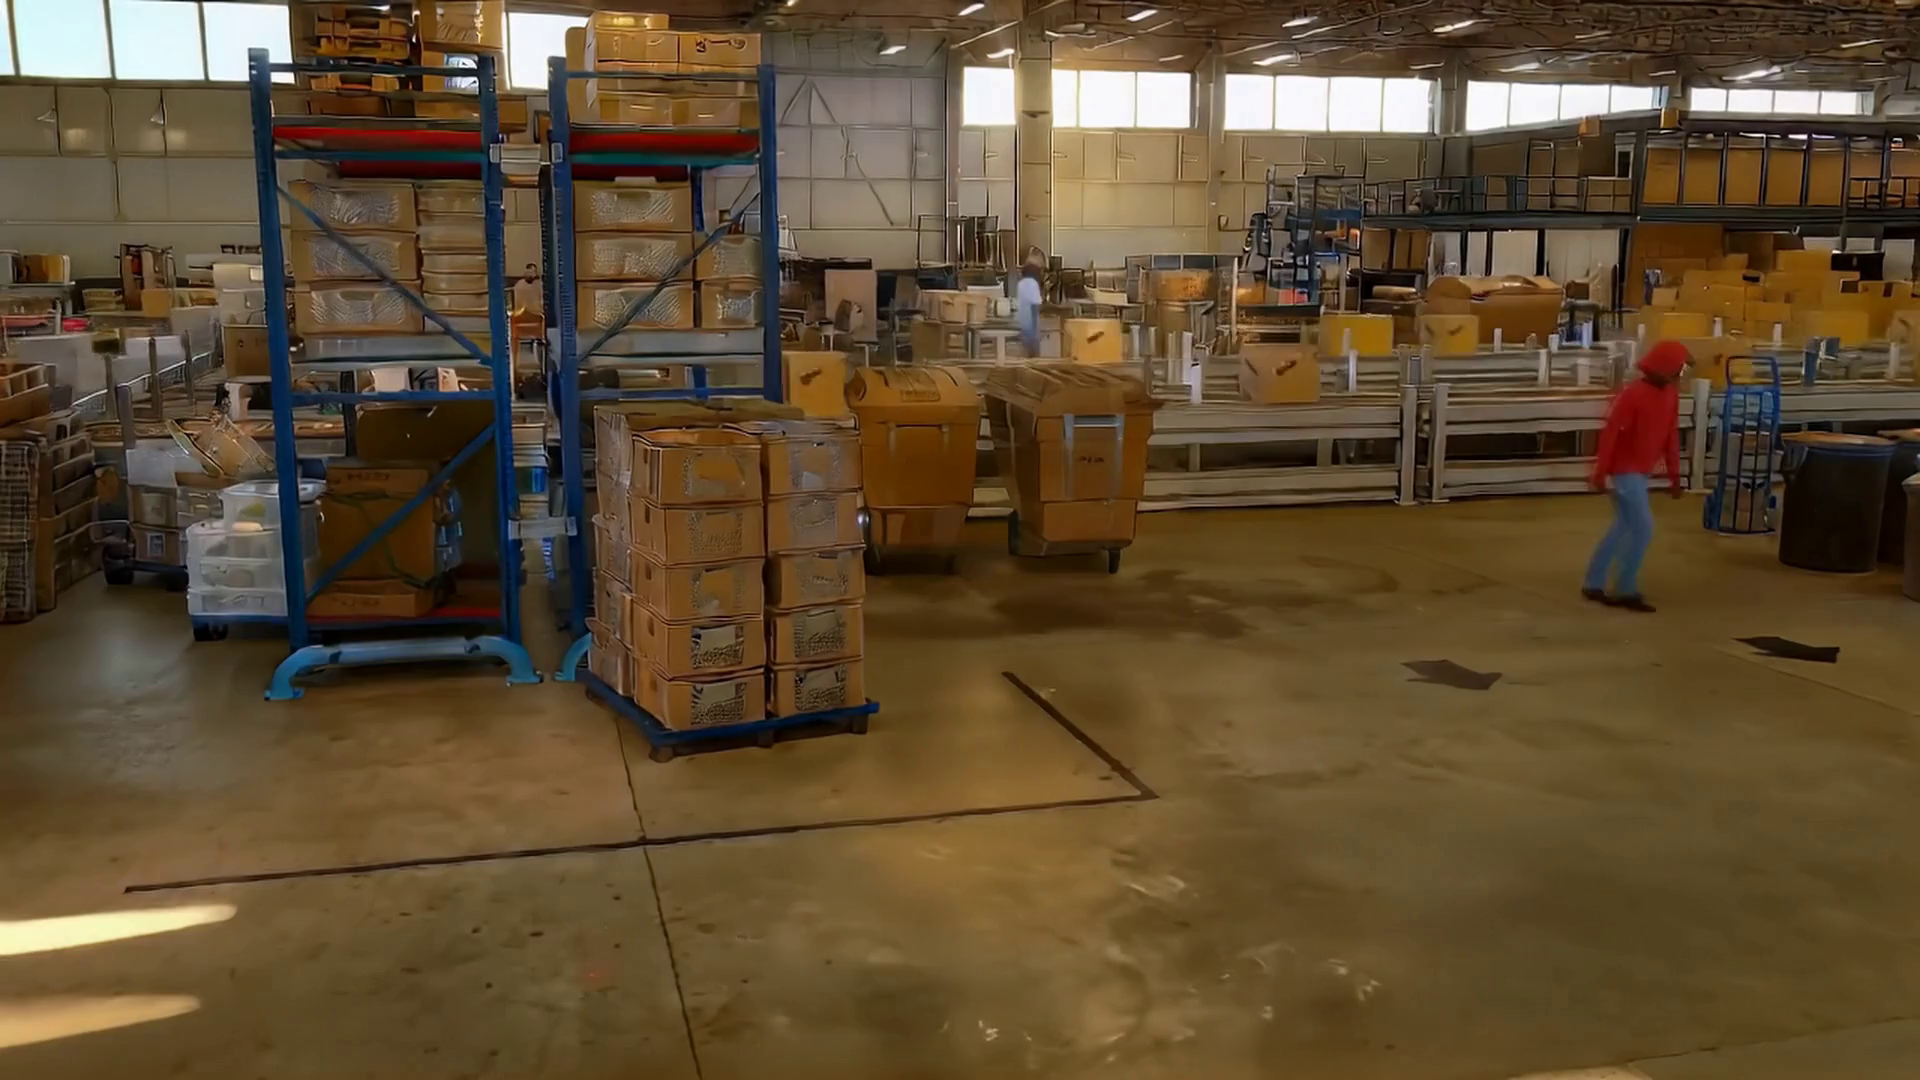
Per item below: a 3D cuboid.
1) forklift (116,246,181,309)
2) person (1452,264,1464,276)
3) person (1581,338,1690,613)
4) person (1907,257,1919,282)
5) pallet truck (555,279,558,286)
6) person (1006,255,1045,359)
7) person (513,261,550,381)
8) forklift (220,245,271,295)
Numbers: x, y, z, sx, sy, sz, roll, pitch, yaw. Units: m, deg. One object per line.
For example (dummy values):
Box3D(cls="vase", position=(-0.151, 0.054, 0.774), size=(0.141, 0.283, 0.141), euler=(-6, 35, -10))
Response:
Box3D(cls="forklift", position=(-19.966, -6.232, 40.894), size=(1.157, 1.987, 2.680), euler=(-3, 10, -15))
Box3D(cls="person", position=(9.610, -4.456, 32.277), size=(0.585, 1.786, 0.710), euler=(0, 10, 2))
Box3D(cls="person", position=(3.942, -0.376, 9.691), size=(0.520, 1.587, 0.601), euler=(-8, 13, -38))
Box3D(cls="person", position=(26.067, -6.771, 45.283), size=(0.771, 1.815, 0.521), euler=(5, 11, 28))
Box3D(cls="pallet truck", position=(-10.604, -6.375, 44.520), size=(0.653, 1.274, 1.630), euler=(-3, 10, -15))
Box3D(cls="person", position=(0.999, -3.398, 25.690), size=(0.866, 2.006, 0.615), euler=(-3, 10, -17))
Box3D(cls="person", position=(-6.732, -3.440, 26.227), size=(0.646, 1.900, 0.397), euler=(1, 10, 6))
Box3D(cls="forklift", position=(-17.749, -6.334, 41.440), size=(1.157, 1.987, 2.680), euler=(-3, 10, -17))
